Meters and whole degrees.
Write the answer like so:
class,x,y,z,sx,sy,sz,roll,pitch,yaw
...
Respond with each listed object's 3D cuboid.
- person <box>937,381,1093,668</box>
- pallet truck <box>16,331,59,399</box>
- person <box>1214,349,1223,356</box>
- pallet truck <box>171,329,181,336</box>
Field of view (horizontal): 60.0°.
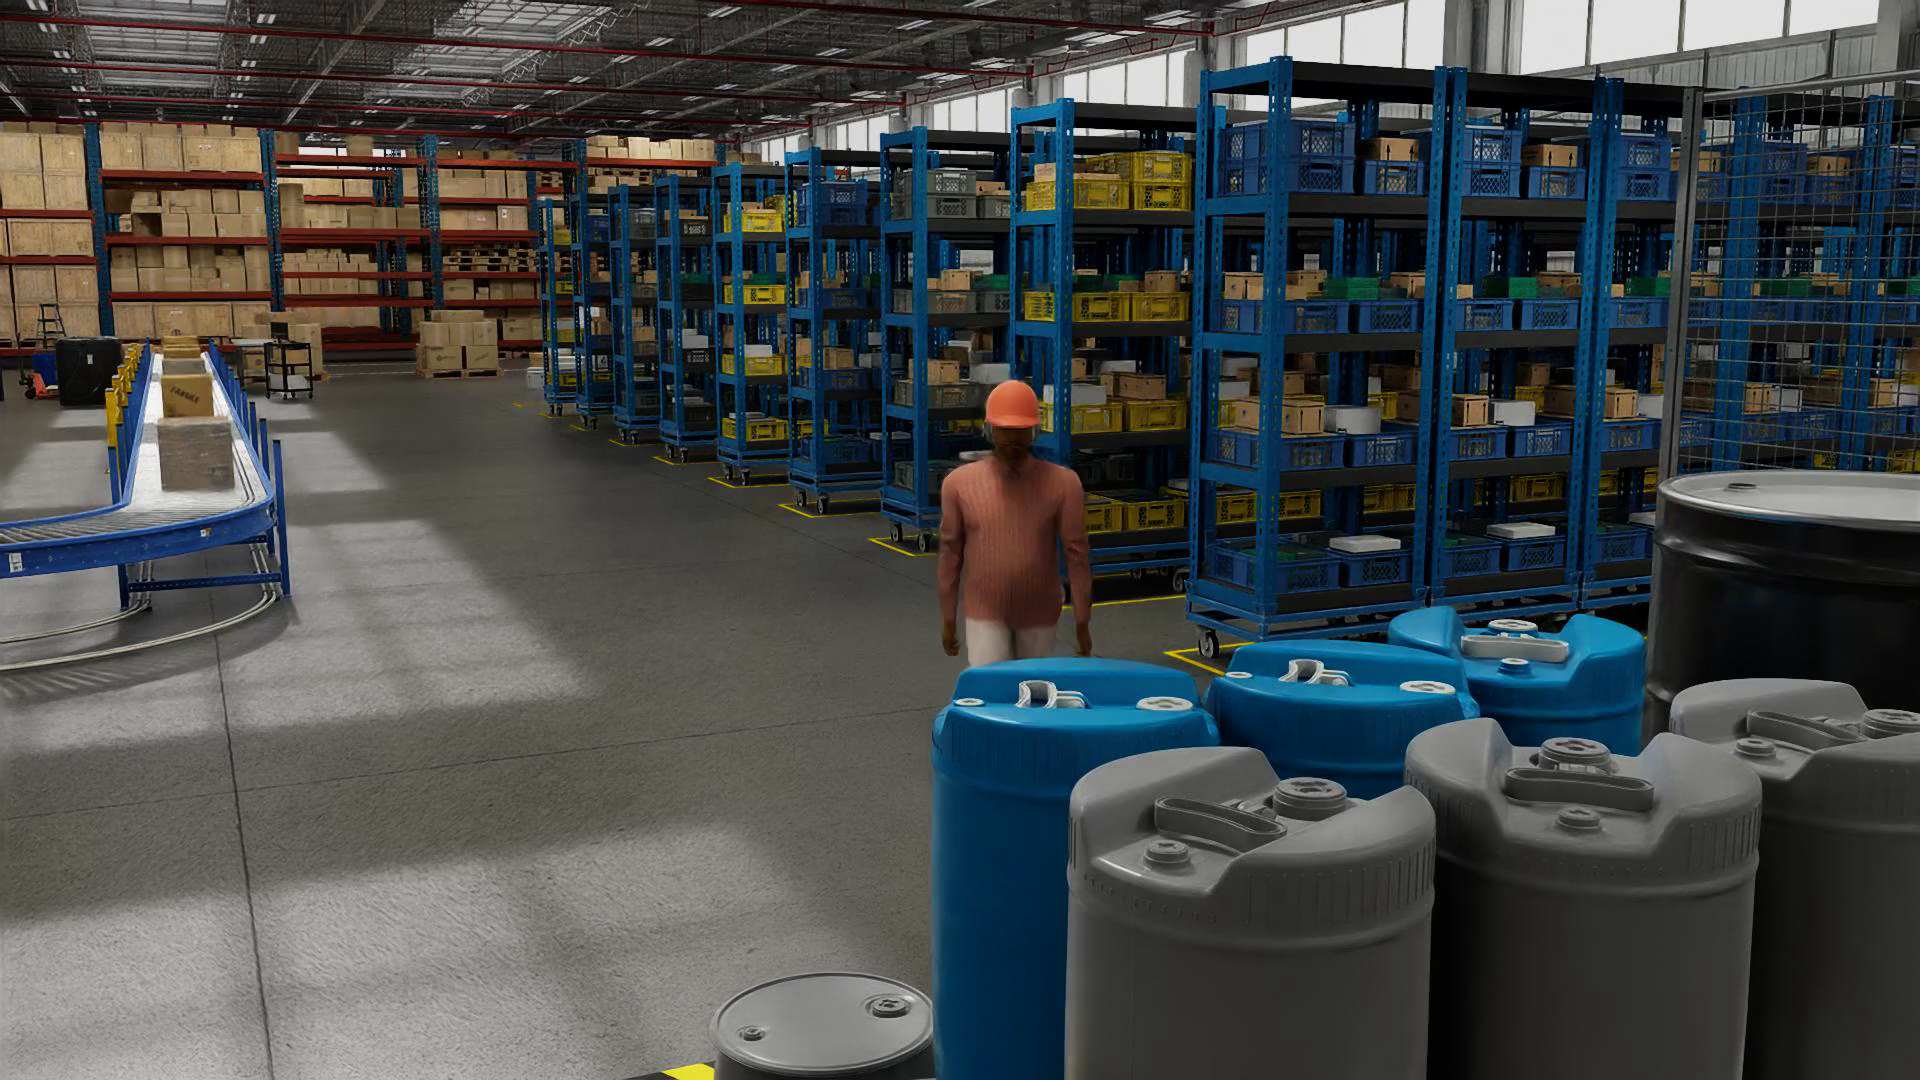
class,x,y,z,sx,sy,sz,roll,pitch,yaw
person,0.234,0.331,6.885,0.644,1.952,0.951,-1,9,-4
pallet truck,-17.082,-3.353,31.781,1.630,1.274,0.653,-4,10,-25
person,3.451,-2.244,23.243,0.586,1.836,0.404,5,11,30
pallet truck,-17.275,-3.851,35.096,1.601,1.201,0.680,0,9,1
